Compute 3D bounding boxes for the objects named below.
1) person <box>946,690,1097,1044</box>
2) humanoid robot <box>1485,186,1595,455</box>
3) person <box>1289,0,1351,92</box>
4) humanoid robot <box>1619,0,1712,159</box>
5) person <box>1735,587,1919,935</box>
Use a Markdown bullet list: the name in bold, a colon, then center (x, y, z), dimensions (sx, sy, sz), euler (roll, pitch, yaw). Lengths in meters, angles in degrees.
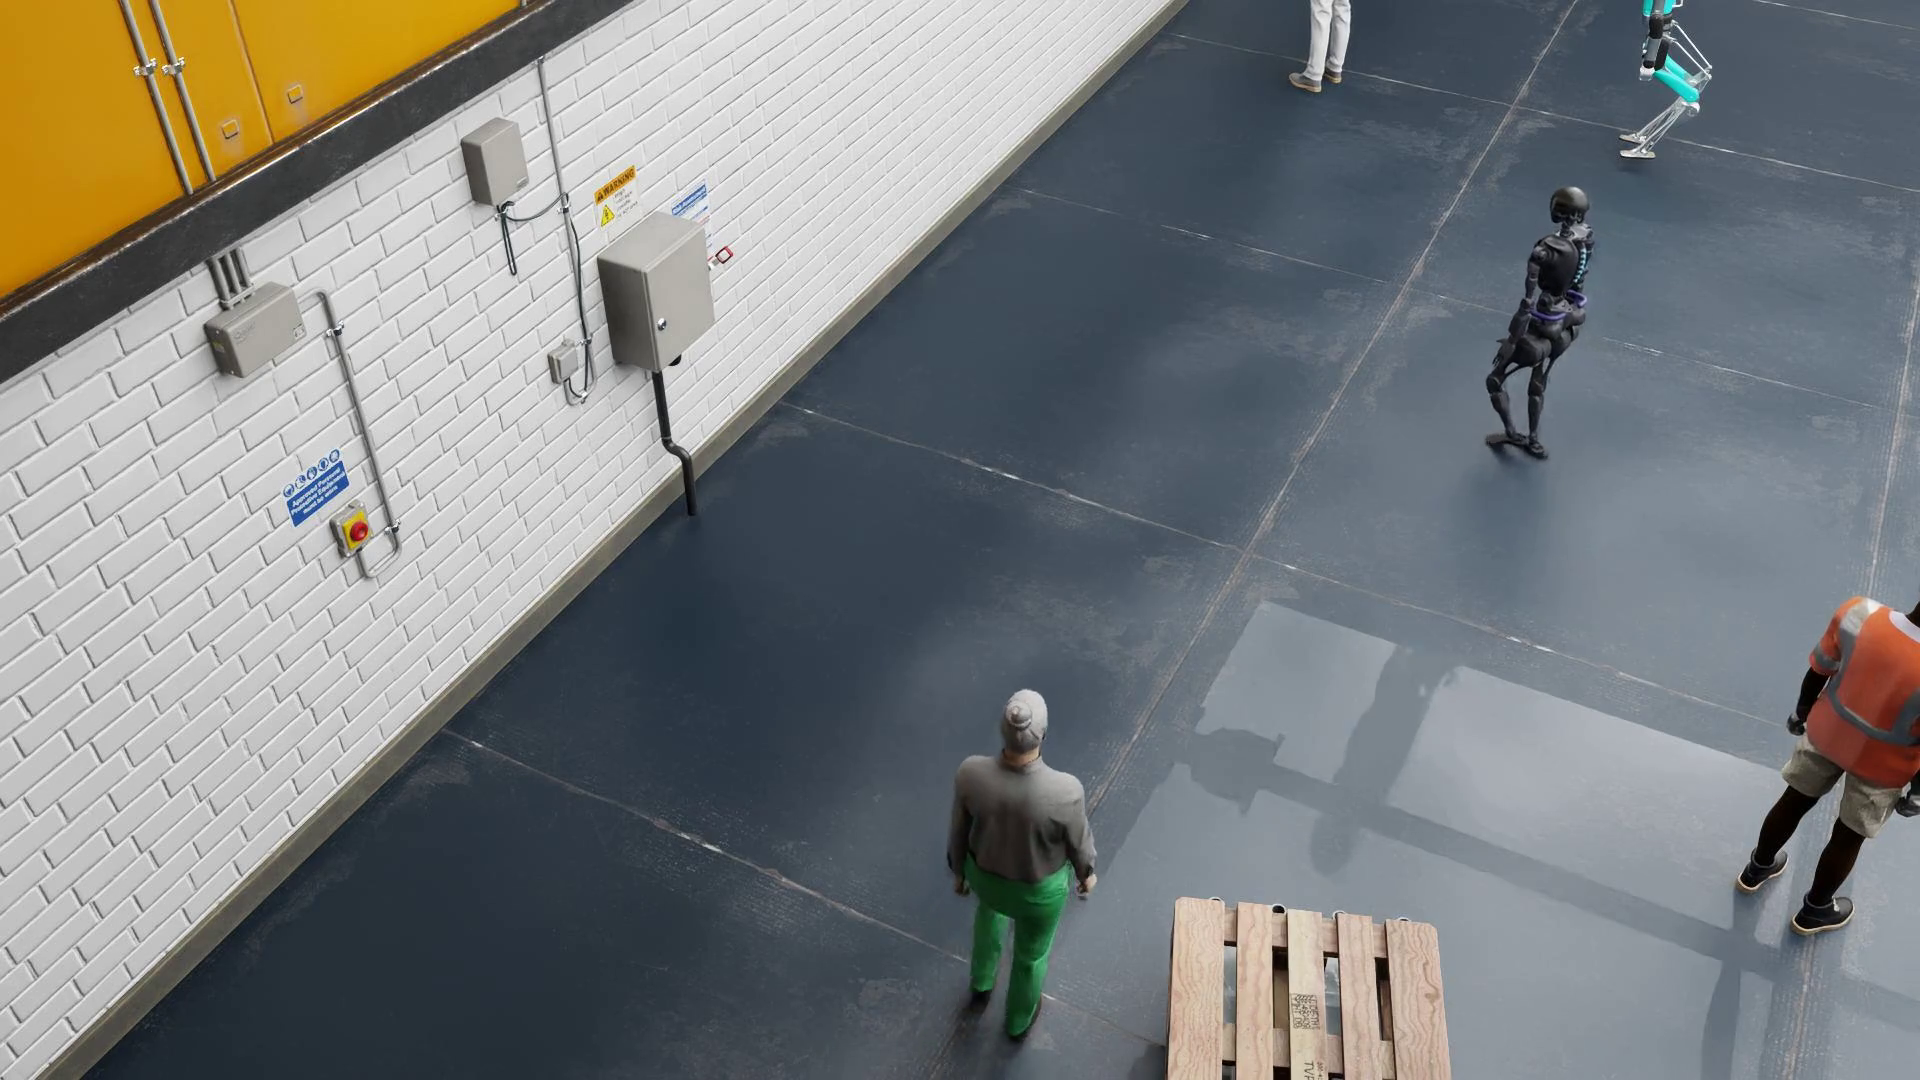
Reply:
- **person**: center (0.239, 1.216, 6.237), dimensions (0.538, 1.831, 0.451), euler (15, 43, 17)
- **humanoid robot**: center (3.208, -1.178, 9.125), dimensions (0.611, 1.639, 0.397), euler (-27, 48, -28)
- **person**: center (2.829, -4.348, 12.645), dimensions (0.572, 1.881, 0.358), euler (-26, 47, -27)
- **humanoid robot**: center (5.037, -3.462, 11.625), dimensions (0.735, 1.677, 0.533), euler (13, 43, 15)
- **person**: center (3.591, 0.808, 6.604), dimensions (0.363, 1.961, 0.612), euler (-23, 46, -24)
